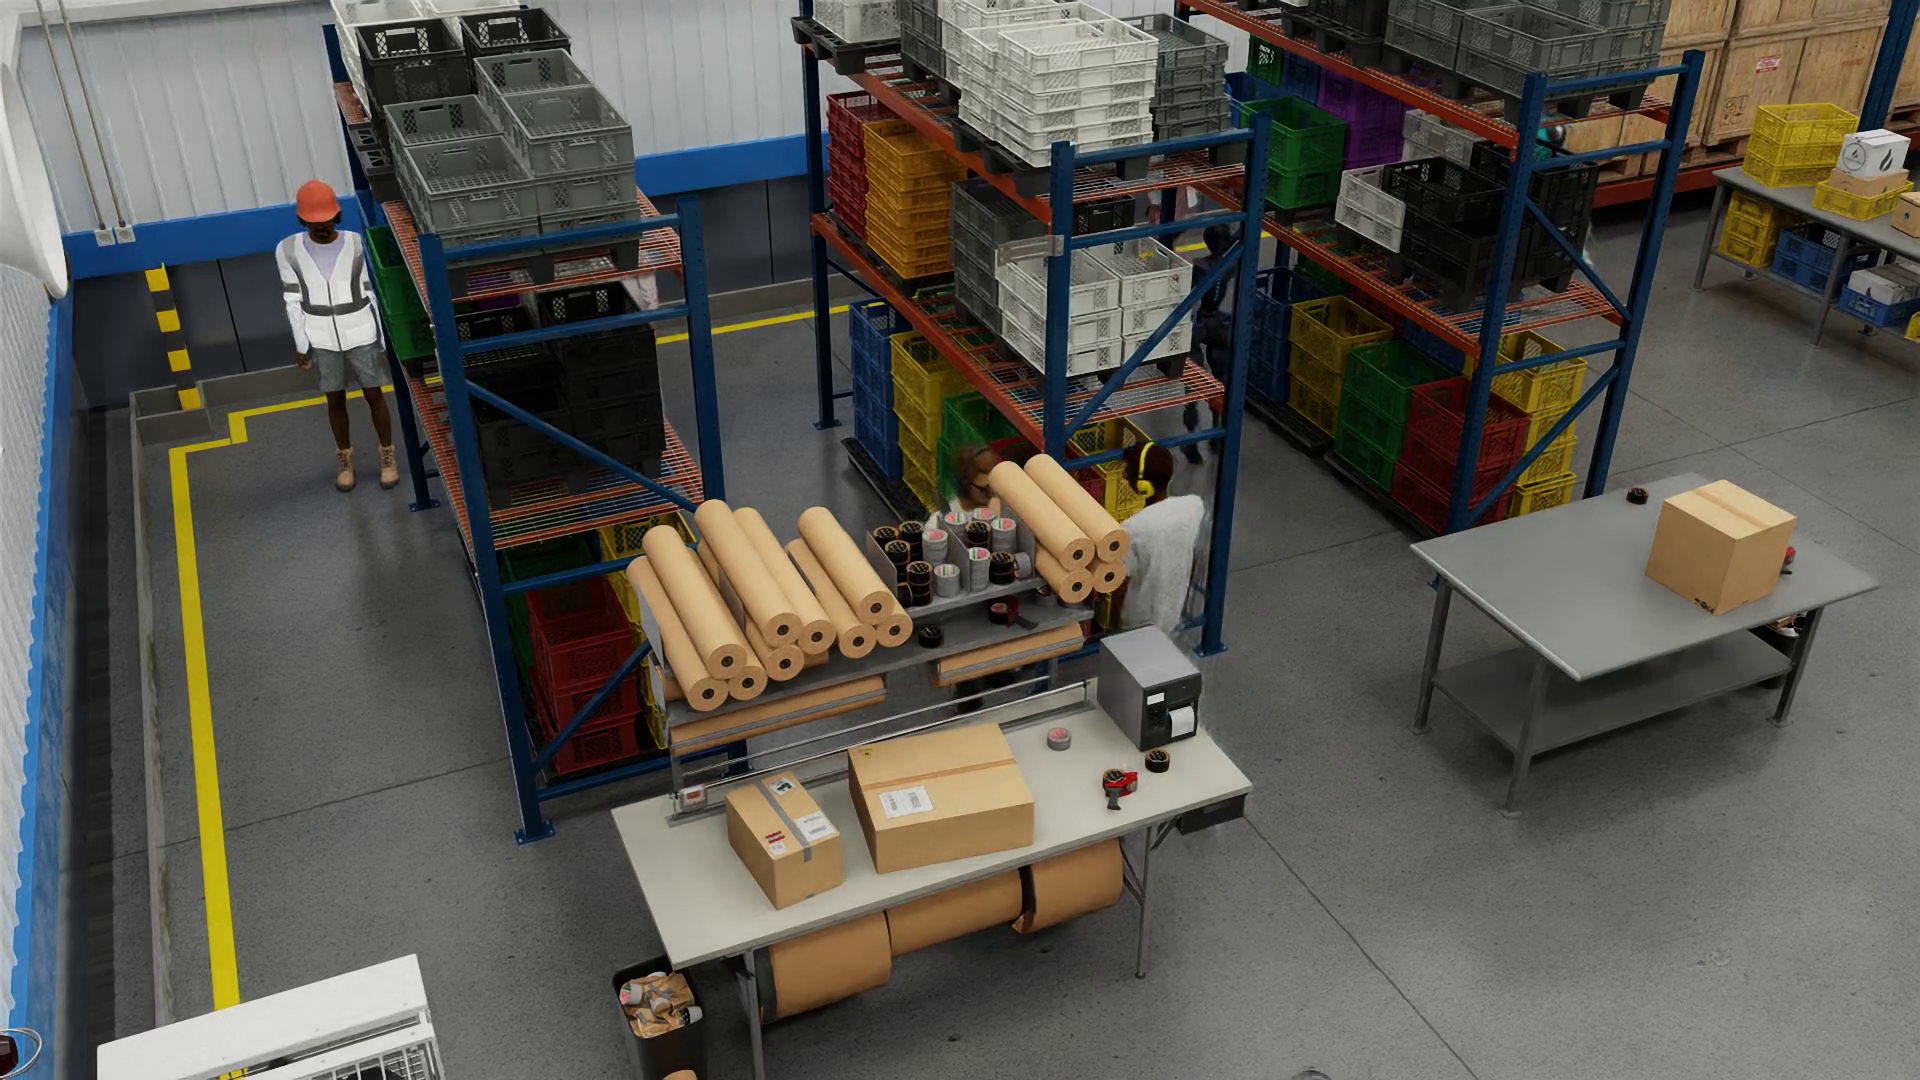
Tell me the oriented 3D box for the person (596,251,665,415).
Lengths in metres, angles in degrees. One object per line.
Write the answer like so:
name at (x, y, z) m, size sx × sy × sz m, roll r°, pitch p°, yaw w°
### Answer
person at (-2.178, -1.410, 10.830) m, size 0.523 × 1.769 × 0.317 m, roll 19°, pitch 36°, yaw 28°

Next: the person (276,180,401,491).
person at (-3.825, -1.253, 10.328) m, size 0.609 × 2.038 × 0.397 m, roll -6°, pitch 32°, yaw -9°

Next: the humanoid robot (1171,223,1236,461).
humanoid robot at (1.564, -1.297, 10.730) m, size 0.600 × 1.656 × 0.346 m, roll -4°, pitch 32°, yaw -7°

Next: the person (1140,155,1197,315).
person at (1.537, -2.516, 12.520) m, size 0.445 × 1.889 × 0.598 m, roll -9°, pitch 33°, yaw -14°

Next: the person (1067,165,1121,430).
person at (0.838, -1.596, 11.068) m, size 0.621 × 1.838 × 0.429 m, roll 25°, pitch 40°, yaw 35°

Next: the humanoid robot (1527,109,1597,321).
humanoid robot at (4.677, -2.493, 12.690) m, size 0.884 × 1.848 × 0.554 m, roll 0°, pitch 32°, yaw 0°

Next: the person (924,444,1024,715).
person at (0.078, 0.350, 7.915) m, size 0.539 × 1.826 × 0.561 m, roll -19°, pitch 37°, yaw -28°

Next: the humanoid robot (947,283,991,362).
humanoid robot at (0.177, -2.007, 11.840) m, size 0.684 × 1.799 × 0.554 m, roll 11°, pitch 33°, yaw 17°

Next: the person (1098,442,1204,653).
person at (0.889, 0.338, 7.926) m, size 0.536 × 1.843 × 0.440 m, roll -15°, pitch 35°, yaw -23°

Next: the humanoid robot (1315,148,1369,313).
humanoid robot at (2.944, -2.382, 12.537) m, size 0.616 × 1.627 × 0.776 m, roll -22°, pitch 38°, yaw -31°
